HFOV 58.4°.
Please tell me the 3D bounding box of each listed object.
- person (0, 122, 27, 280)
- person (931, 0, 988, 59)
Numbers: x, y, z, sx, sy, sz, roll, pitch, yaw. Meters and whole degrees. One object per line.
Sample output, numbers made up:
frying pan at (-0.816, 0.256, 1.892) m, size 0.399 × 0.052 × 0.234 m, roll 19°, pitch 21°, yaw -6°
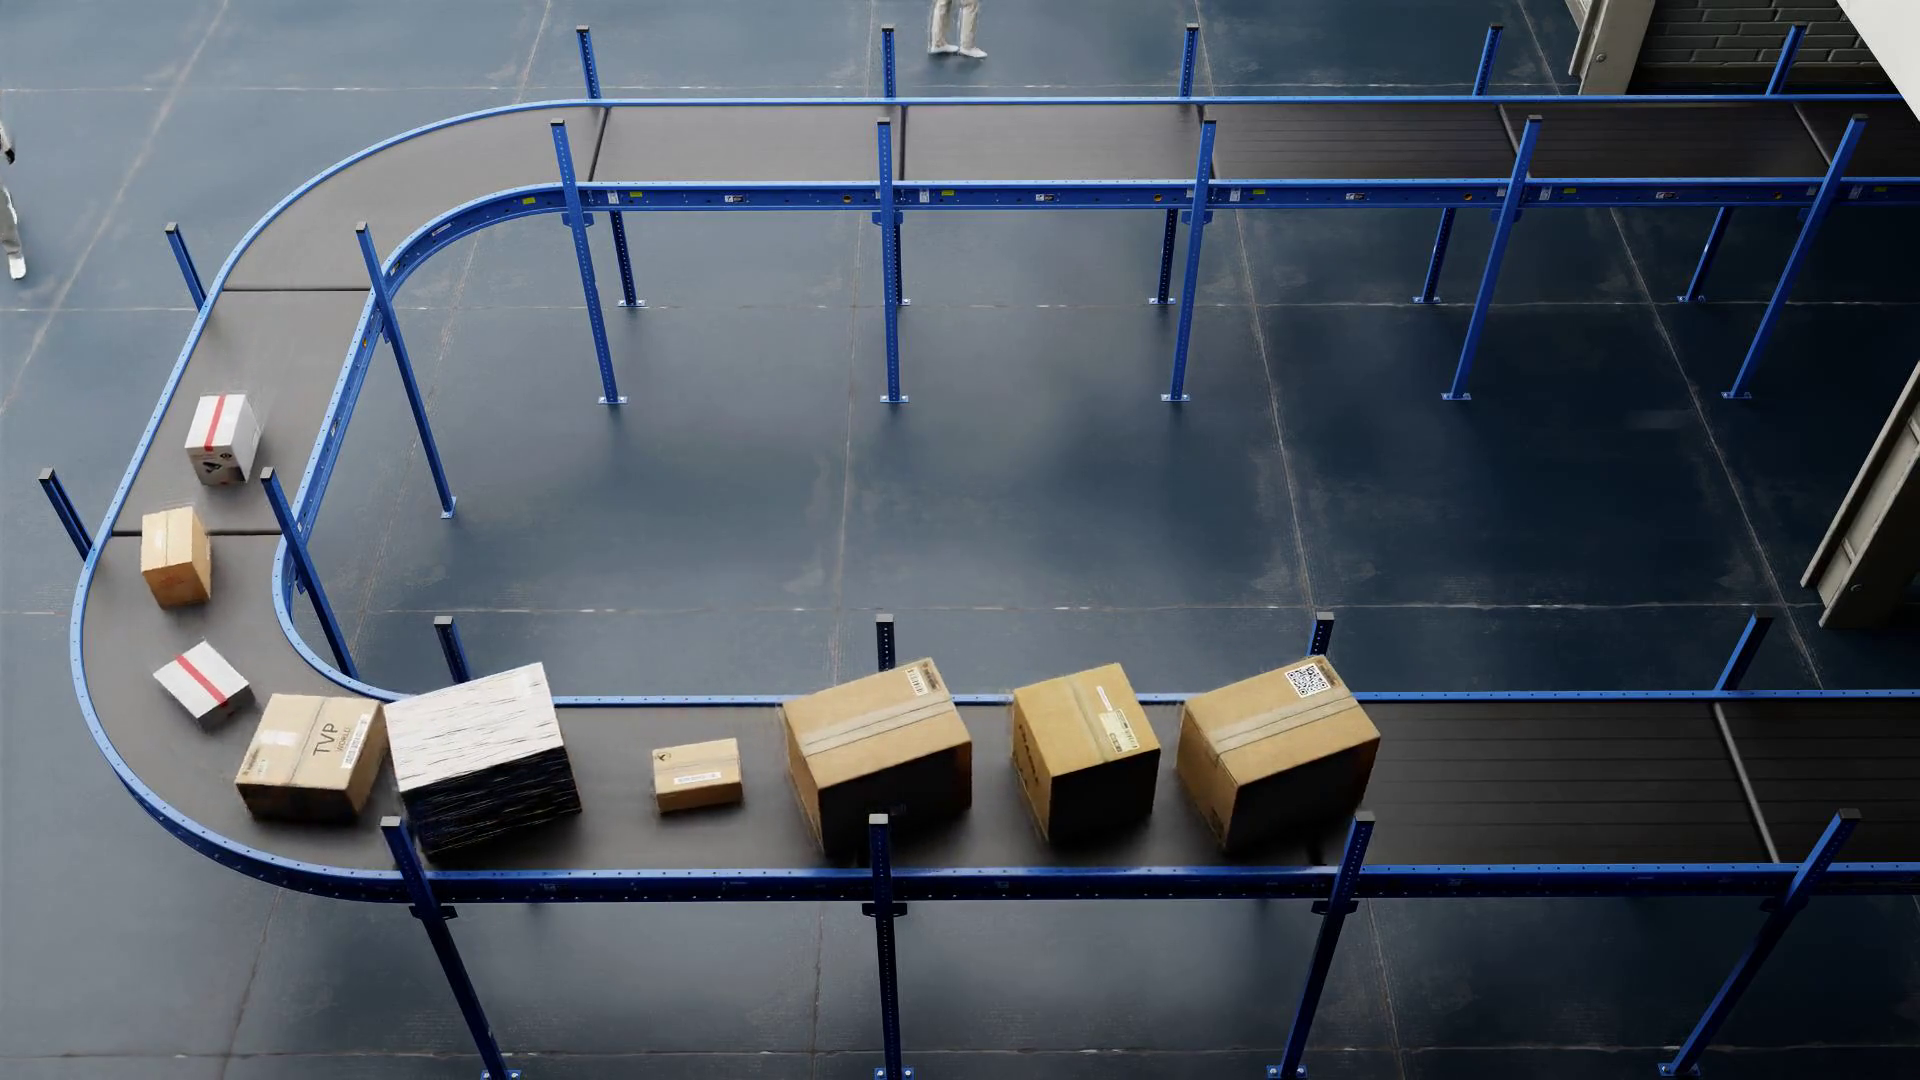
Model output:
person at (-7.380, -2.947, 12.738) m, size 0.599 × 1.893 × 0.928 m, roll -13°, pitch 48°, yaw -12°
person at (0.017, -4.895, 14.733) m, size 0.613 × 1.616 × 0.535 m, roll -8°, pitch 47°, yaw -7°
